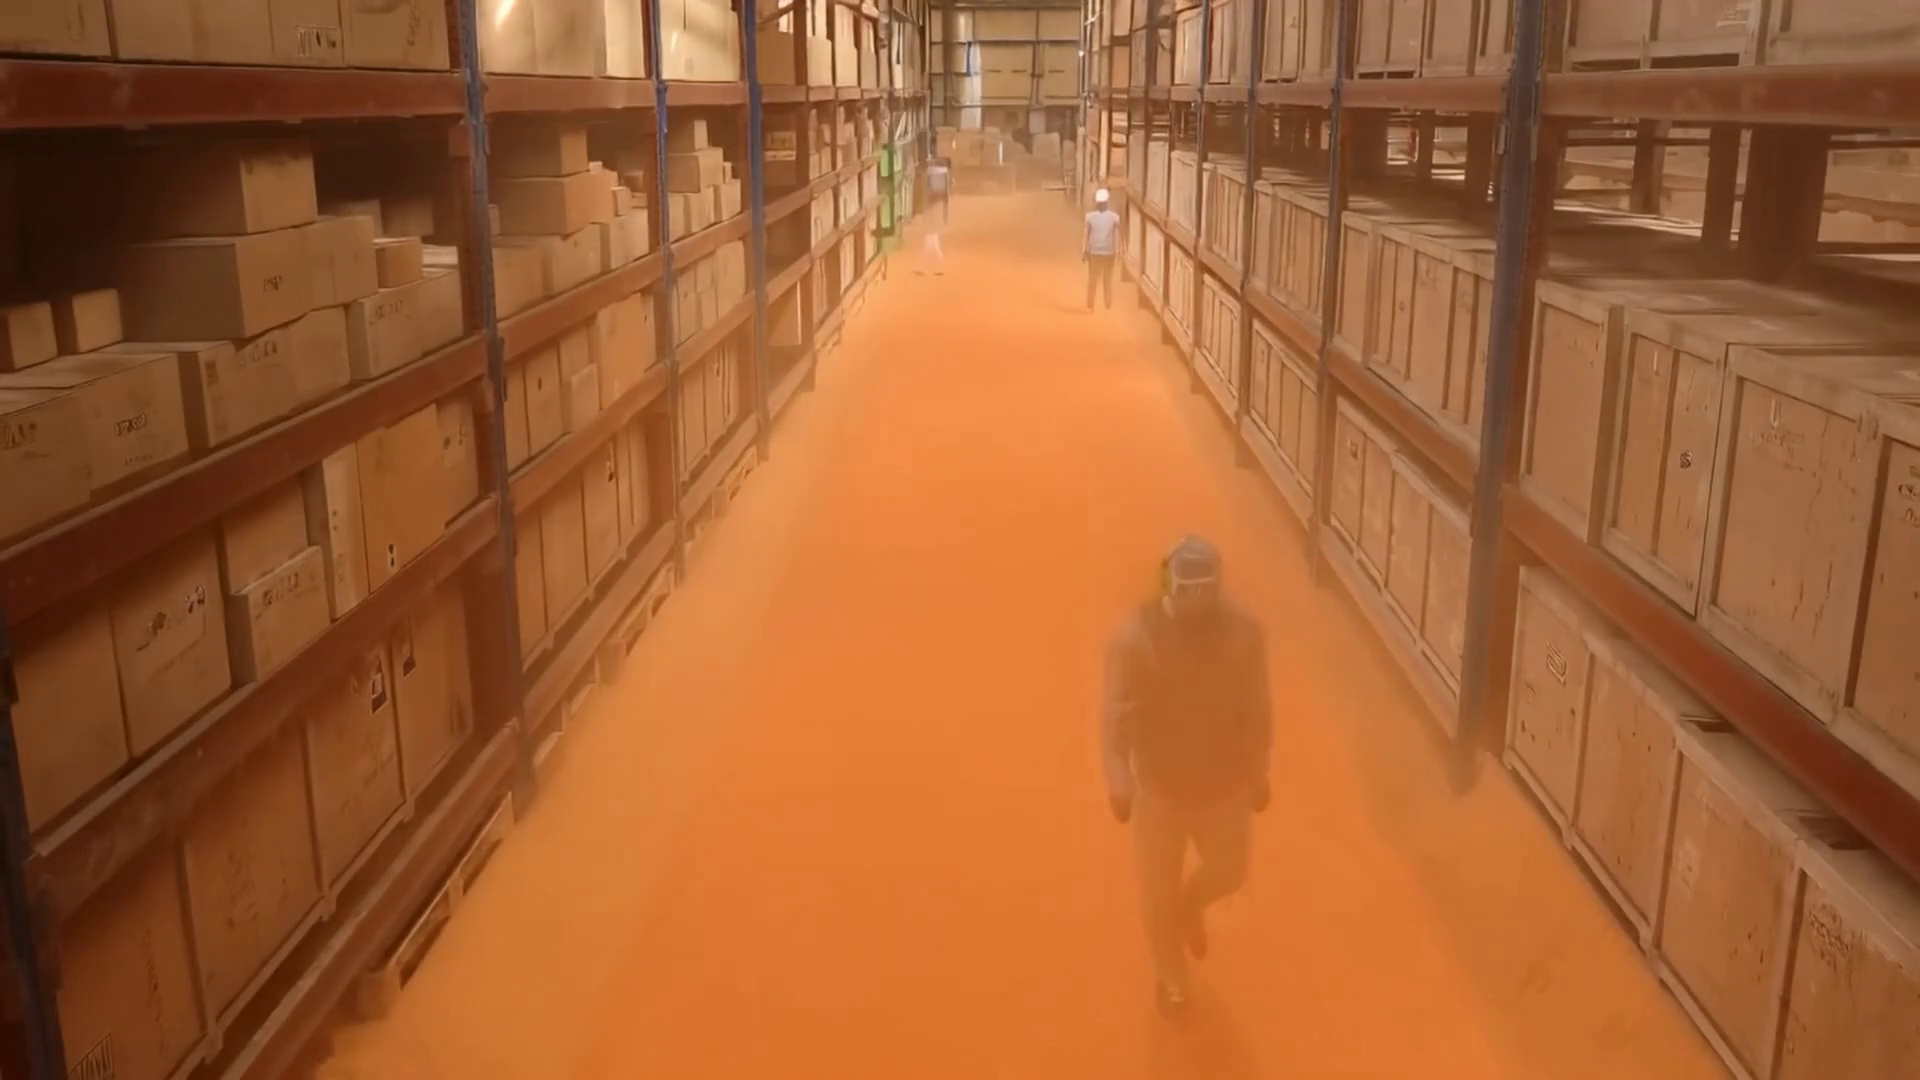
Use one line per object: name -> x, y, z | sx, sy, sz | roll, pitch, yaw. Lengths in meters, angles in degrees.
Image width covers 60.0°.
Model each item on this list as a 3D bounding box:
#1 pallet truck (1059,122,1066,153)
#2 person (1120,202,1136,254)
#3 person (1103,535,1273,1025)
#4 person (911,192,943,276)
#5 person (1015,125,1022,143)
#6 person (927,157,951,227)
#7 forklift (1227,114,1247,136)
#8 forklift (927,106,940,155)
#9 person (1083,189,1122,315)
pallet truck -> 5.788, -21.111, 88.014 | 1.885, 1.965, 0.823 | 5, 16, 18
person -> 3.767, -6.812, 35.049 | 0.829, 1.880, 0.650 | 7, 16, 23
person -> 0.864, 0.879, 6.388 | 0.667, 1.893, 0.545 | -2, 15, -8
person -> -0.656, -5.896, 32.124 | 0.739, 1.600, 0.528 | 1, 15, 4
person -> 2.935, -19.768, 83.129 | 0.371, 1.940, 0.627 | -1, 15, -4
person -> -0.566, -9.185, 43.952 | 0.691, 1.839, 0.497 | 6, 16, 20
forklift -> 9.478, -13.279, 57.199 | 1.873, 2.768, 1.129 | -4, 15, -13
forklift -> -1.386, -20.270, 83.211 | 1.873, 2.768, 1.129 | 9, 18, 31
person -> 2.262, -4.587, 26.542 | 0.622, 1.990, 0.391 | 3, 15, 10
